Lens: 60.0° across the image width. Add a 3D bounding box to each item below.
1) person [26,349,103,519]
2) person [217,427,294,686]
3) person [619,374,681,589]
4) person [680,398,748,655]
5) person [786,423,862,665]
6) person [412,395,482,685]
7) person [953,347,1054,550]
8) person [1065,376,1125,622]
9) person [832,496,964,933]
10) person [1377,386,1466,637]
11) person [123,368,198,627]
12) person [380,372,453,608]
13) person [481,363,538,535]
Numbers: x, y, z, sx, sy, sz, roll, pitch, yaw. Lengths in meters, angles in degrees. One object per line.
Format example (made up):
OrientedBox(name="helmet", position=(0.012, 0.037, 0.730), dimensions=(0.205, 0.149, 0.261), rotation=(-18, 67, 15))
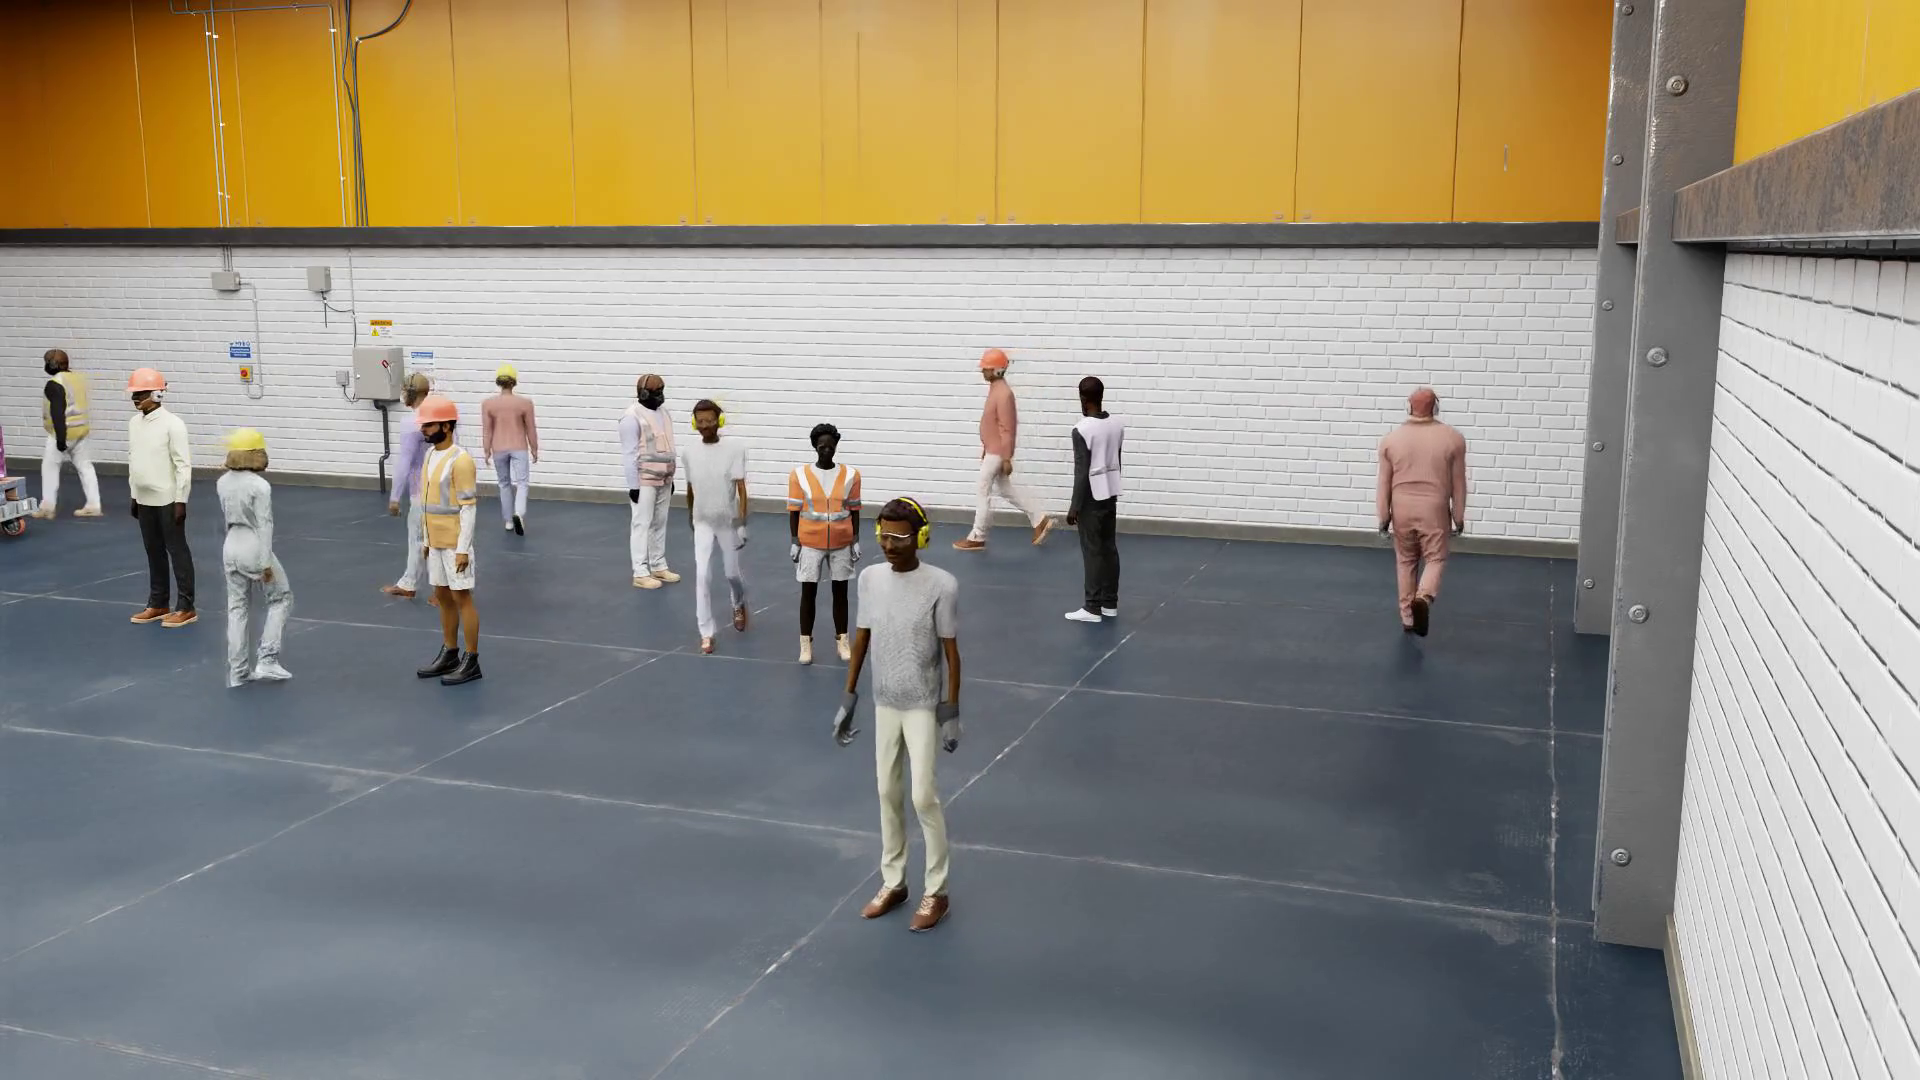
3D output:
OrientedBox(name="person", position=(-9.689, -1.133, 17.852), dimensions=(0.826, 1.808, 0.658), rotation=(0, 10, -2))
OrientedBox(name="person", position=(-4.710, 0.114, 11.075), dimensions=(0.496, 1.728, 0.478), rotation=(4, 11, 22))
OrientedBox(name="person", position=(-2.646, -0.509, 14.281), dimensions=(0.429, 1.835, 0.617), rotation=(5, 11, 24))
OrientedBox(name="person", position=(-1.771, -0.138, 12.169), dimensions=(0.510, 1.845, 0.845), rotation=(0, 10, 0))
OrientedBox(name="person", position=(-0.942, 0.025, 11.644), dimensions=(0.535, 1.699, 0.318), rotation=(-2, 10, -14))
OrientedBox(name="person", position=(-3.439, -0.002, 11.121), dimensions=(0.545, 1.938, 0.358), rotation=(9, 14, 42))
OrientedBox(name="person", position=(0.427, -0.870, 15.956), dimensions=(0.916, 1.969, 0.617), rotation=(0, 10, 1))
OrientedBox(name="person", position=(1.062, -0.315, 12.955), dimensions=(0.391, 1.914, 0.587), rotation=(8, 13, 38))
OrientedBox(name="person", position=(-0.263, 0.736, 7.197), dimensions=(0.539, 1.862, 0.390), rotation=(6, 12, 32))
OrientedBox(name="person", position=(3.416, -0.202, 12.370), dimensions=(0.643, 1.884, 0.679), rotation=(5, 11, 25))
OrientedBox(name="person", position=(-6.168, -0.327, 12.794), dimensions=(0.613, 1.994, 0.382), rotation=(5, 11, 26))
OrientedBox(name="person", position=(-4.418, -0.390, 13.378), dimensions=(0.885, 1.905, 0.662), rotation=(1, 10, 8))
OrientedBox(name="person", position=(-4.554, -0.915, 16.814), dimensions=(0.540, 1.746, 0.750), rotation=(-1, 10, -7))
